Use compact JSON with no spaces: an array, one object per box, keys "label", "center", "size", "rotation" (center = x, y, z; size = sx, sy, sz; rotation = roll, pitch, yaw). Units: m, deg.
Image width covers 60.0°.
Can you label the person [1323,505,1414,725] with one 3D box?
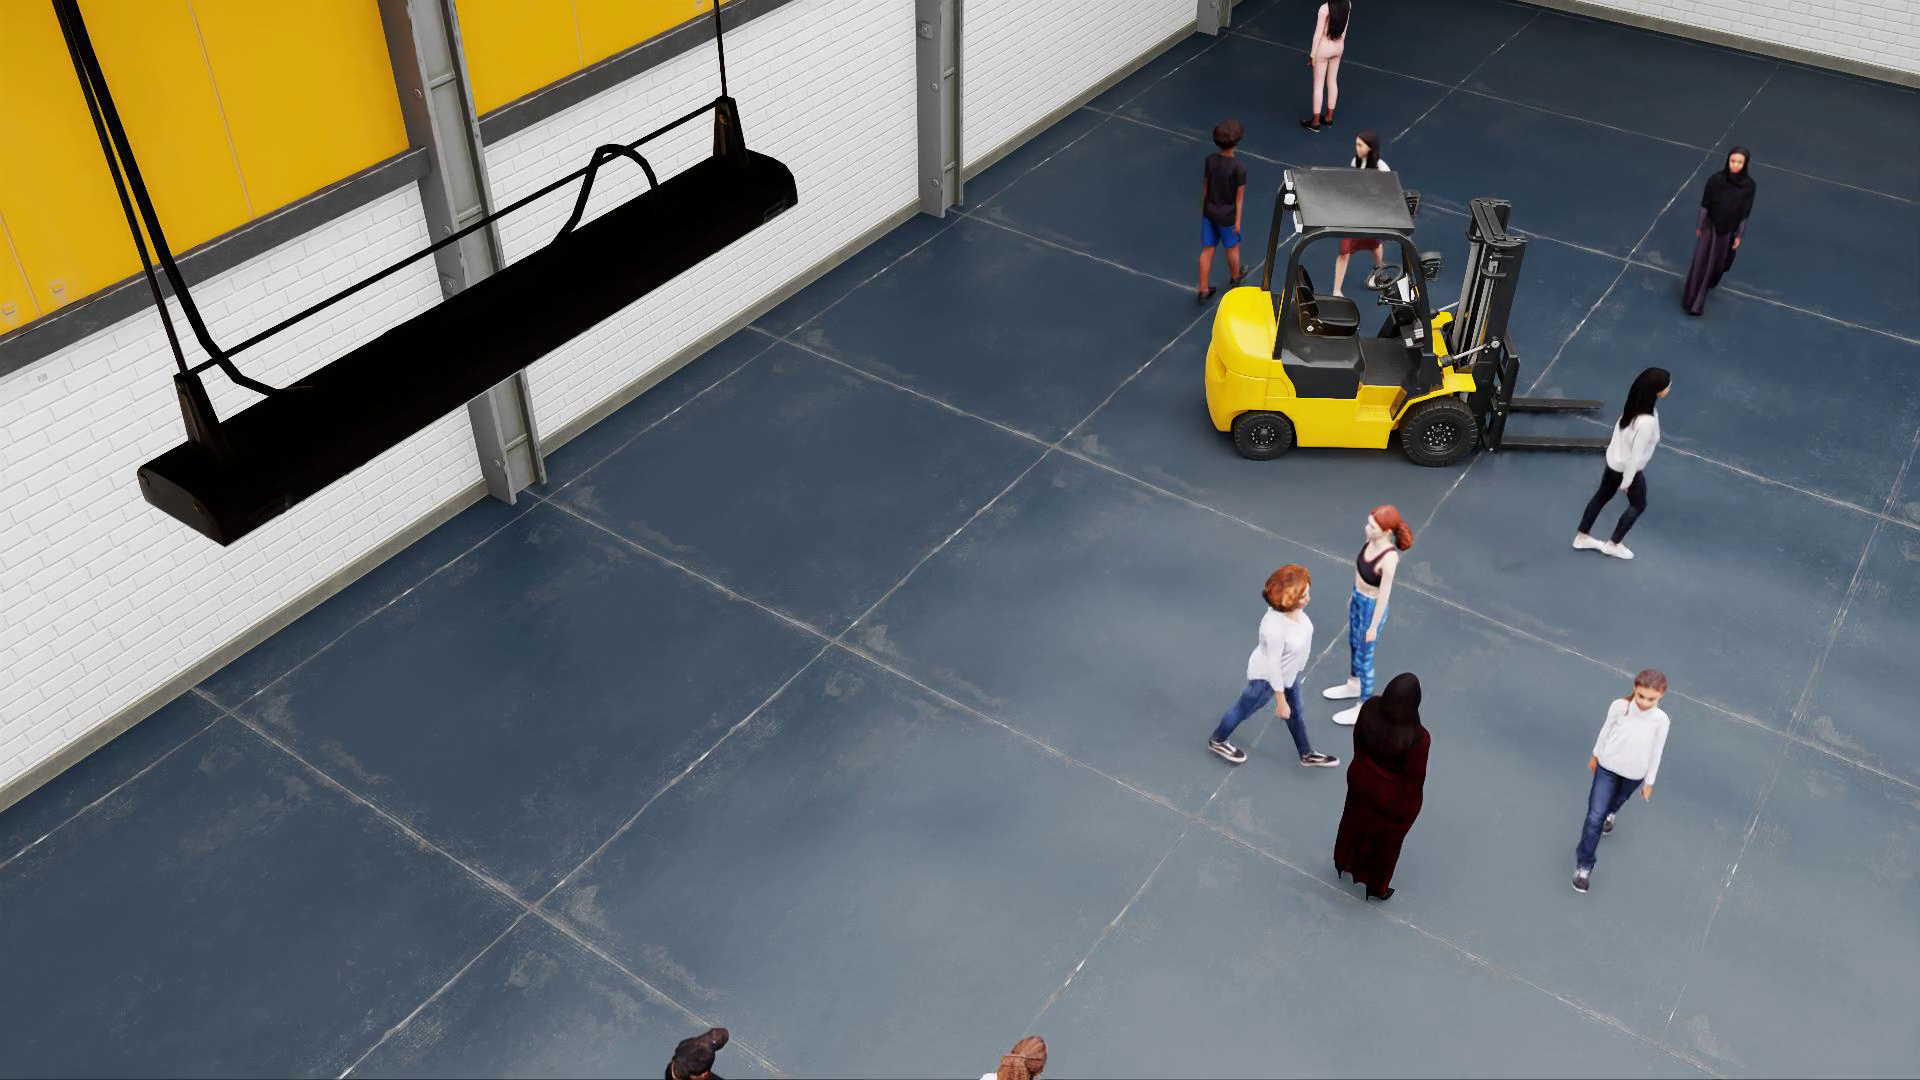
[{"label":"person","center":[2.719,0.484,11.076],"size":[0.718,1.783,0.652],"rotation":[-4,39,-5]}]

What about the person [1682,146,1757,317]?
[{"label":"person","center":[7.096,-2.923,15.497],"size":[0.770,1.590,1.072],"rotation":[14,41,17]}]

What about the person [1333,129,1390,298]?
[{"label":"person","center":[3.821,-2.998,15.504],"size":[1.144,1.699,0.734],"rotation":[-31,48,-33]}]

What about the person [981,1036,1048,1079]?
[{"label":"person","center":[0.274,3.003,7.974],"size":[0.642,1.718,0.618],"rotation":[17,42,20]}]

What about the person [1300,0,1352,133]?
[{"label":"person","center":[4.106,-5.425,18.528],"size":[0.579,1.718,0.739],"rotation":[-23,44,-26]}]

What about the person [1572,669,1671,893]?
[{"label":"person","center":[4.089,1.351,10.207],"size":[0.677,1.513,1.101],"rotation":[16,41,19]}]

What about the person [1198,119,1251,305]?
[{"label":"person","center":[2.389,-3.009,15.464],"size":[0.631,1.766,0.942],"rotation":[25,45,28]}]

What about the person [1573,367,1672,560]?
[{"label":"person","center":[4.898,-0.573,12.479],"size":[0.827,1.685,0.754],"rotation":[-1,39,-2]}]

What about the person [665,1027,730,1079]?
[{"label":"person","center":[-1.249,2.957,8.095],"size":[0.582,1.640,0.642],"rotation":[19,42,22]}]

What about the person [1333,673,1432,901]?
[{"label":"person","center":[2.510,1.460,9.874],"size":[0.708,1.758,0.732],"rotation":[-25,45,-28]}]

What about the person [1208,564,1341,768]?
[{"label":"person","center":[1.923,0.814,10.753],"size":[0.768,1.671,1.025],"rotation":[21,43,24]}]
